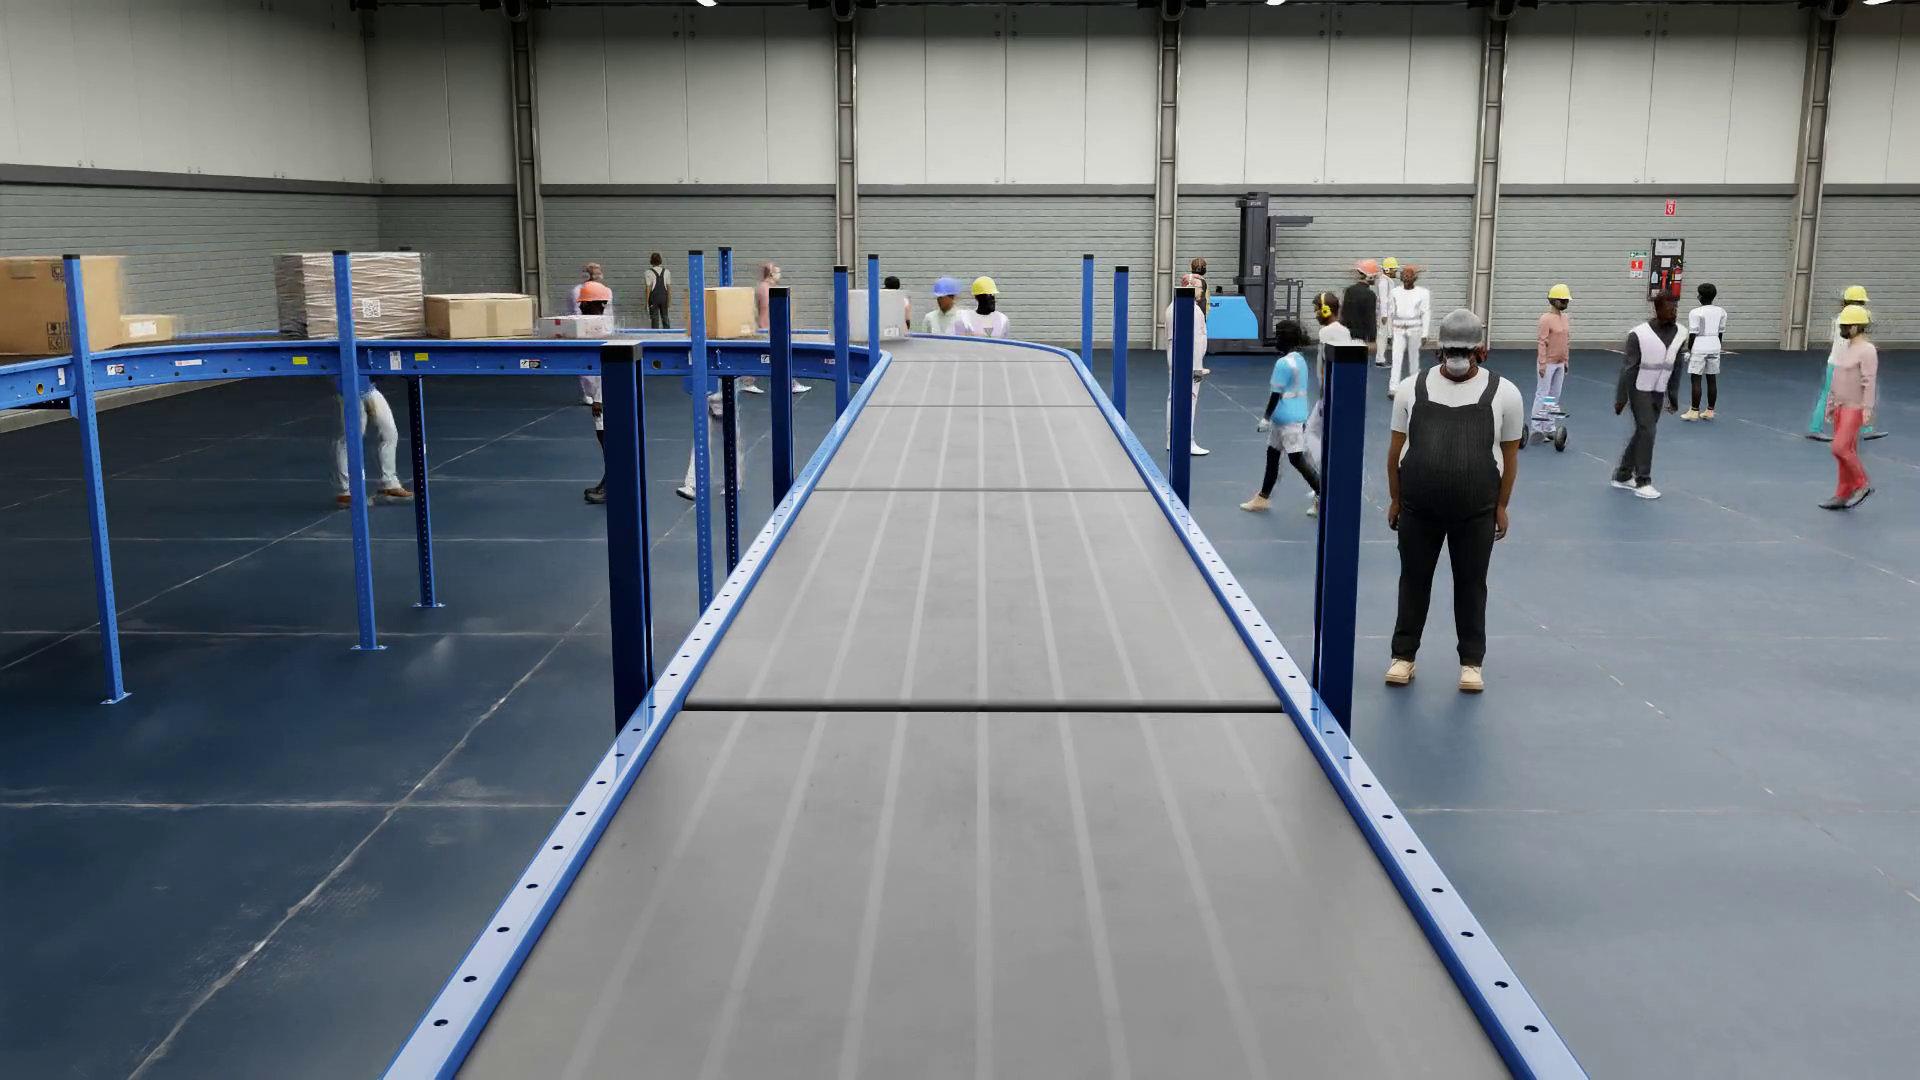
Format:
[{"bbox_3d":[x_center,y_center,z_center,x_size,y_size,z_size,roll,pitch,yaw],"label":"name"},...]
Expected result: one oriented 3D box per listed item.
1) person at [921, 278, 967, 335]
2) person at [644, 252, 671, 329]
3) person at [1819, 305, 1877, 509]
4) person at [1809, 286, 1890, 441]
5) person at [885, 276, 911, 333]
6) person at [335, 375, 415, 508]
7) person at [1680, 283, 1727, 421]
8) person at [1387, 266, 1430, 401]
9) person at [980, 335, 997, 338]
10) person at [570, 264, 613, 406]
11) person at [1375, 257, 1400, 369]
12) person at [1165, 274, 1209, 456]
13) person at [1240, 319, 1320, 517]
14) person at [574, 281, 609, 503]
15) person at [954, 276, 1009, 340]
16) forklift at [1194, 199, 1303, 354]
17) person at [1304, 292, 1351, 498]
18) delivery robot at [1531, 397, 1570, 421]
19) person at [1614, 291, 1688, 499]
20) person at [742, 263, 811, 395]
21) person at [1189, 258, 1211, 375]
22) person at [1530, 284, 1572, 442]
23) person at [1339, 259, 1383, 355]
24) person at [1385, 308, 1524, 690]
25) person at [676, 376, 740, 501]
[{"bbox_3d":[-0.150,-1.706,16.887,0.639,1.890,1.010,7,13,32],"label":"person"},{"bbox_3d":[-5.601,-4.396,30.818,0.506,1.846,0.350,-7,13,-32],"label":"person"},{"bbox_3d":[7.594,-1.129,14.247,0.361,1.751,0.553,0,11,0],"label":"person"},{"bbox_3d":[9.971,-1.947,18.532,0.544,1.730,0.848,-11,15,-44],"label":"person"},{"bbox_3d":[-0.920,-2.797,22.987,0.553,1.694,0.316,-6,12,-27],"label":"person"},{"bbox_3d":[-5.079,-1.226,14.372,0.792,1.912,0.653,0,11,0],"label":"person"},{"bbox_3d":[9.176,-2.316,20.524,0.532,1.694,0.319,-4,12,-18],"label":"person"},{"bbox_3d":[6.143,-2.835,22.846,0.600,1.828,0.978,6,12,28],"label":"person"},{"bbox_3d":[0.216,-0.813,13.069,0.880,1.579,0.512,-1,11,-3],"label":"person"},{"bbox_3d":[-4.796,-2.705,22.051,0.642,1.874,0.865,-9,14,-38],"label":"person"},{"bbox_3d":[7.116,-3.789,27.731,0.403,1.830,0.600,4,12,19],"label":"person"},{"bbox_3d":[2.420,-1.865,17.668,0.400,1.905,0.643,-4,12,-18],"label":"person"},{"bbox_3d":[2.799,-1.018,13.977,0.831,1.669,0.528,4,12,22],"label":"person"},{"bbox_3d":[-3.200,-1.308,14.712,0.360,1.938,0.546,-2,11,-11],"label":"person"},{"bbox_3d":[0.225,-1.586,16.159,0.593,1.929,0.359,-6,12,-26],"label":"person"},{"bbox_3d":[5.313,-4.851,30.603,1.873,2.768,1.129,0,11,1],"label":"forklift"},{"bbox_3d":[3.282,-1.269,14.762,0.472,1.836,0.551,9,14,40],"label":"person"},{"bbox_3d":[6.458,-1.451,18.210,0.335,0.223,0.698,8,13,34],"label":"delivery robot"},{"bbox_3d":[6.215,-1.340,15.127,0.598,1.860,0.712,-5,12,-23],"label":"person"},{"bbox_3d":[-2.660,-2.992,23.580,0.991,1.853,0.666,-1,11,-7],"label":"person"},{"bbox_3d":[3.809,-3.598,26.727,0.429,1.842,0.633,-3,11,-17],"label":"person"},{"bbox_3d":[6.657,-1.981,18.640,0.518,1.757,0.336,-9,14,-38],"label":"person"},{"bbox_3d":[5.075,-2.581,21.188,0.597,1.959,0.625,-3,11,-14],"label":"person"},{"bbox_3d":[2.602,-0.196,8.845,0.682,2.000,0.538,4,12,20],"label":"person"},{"bbox_3d":[-2.195,-1.139,14.718,0.526,1.583,0.888,4,12,20],"label":"person"}]
